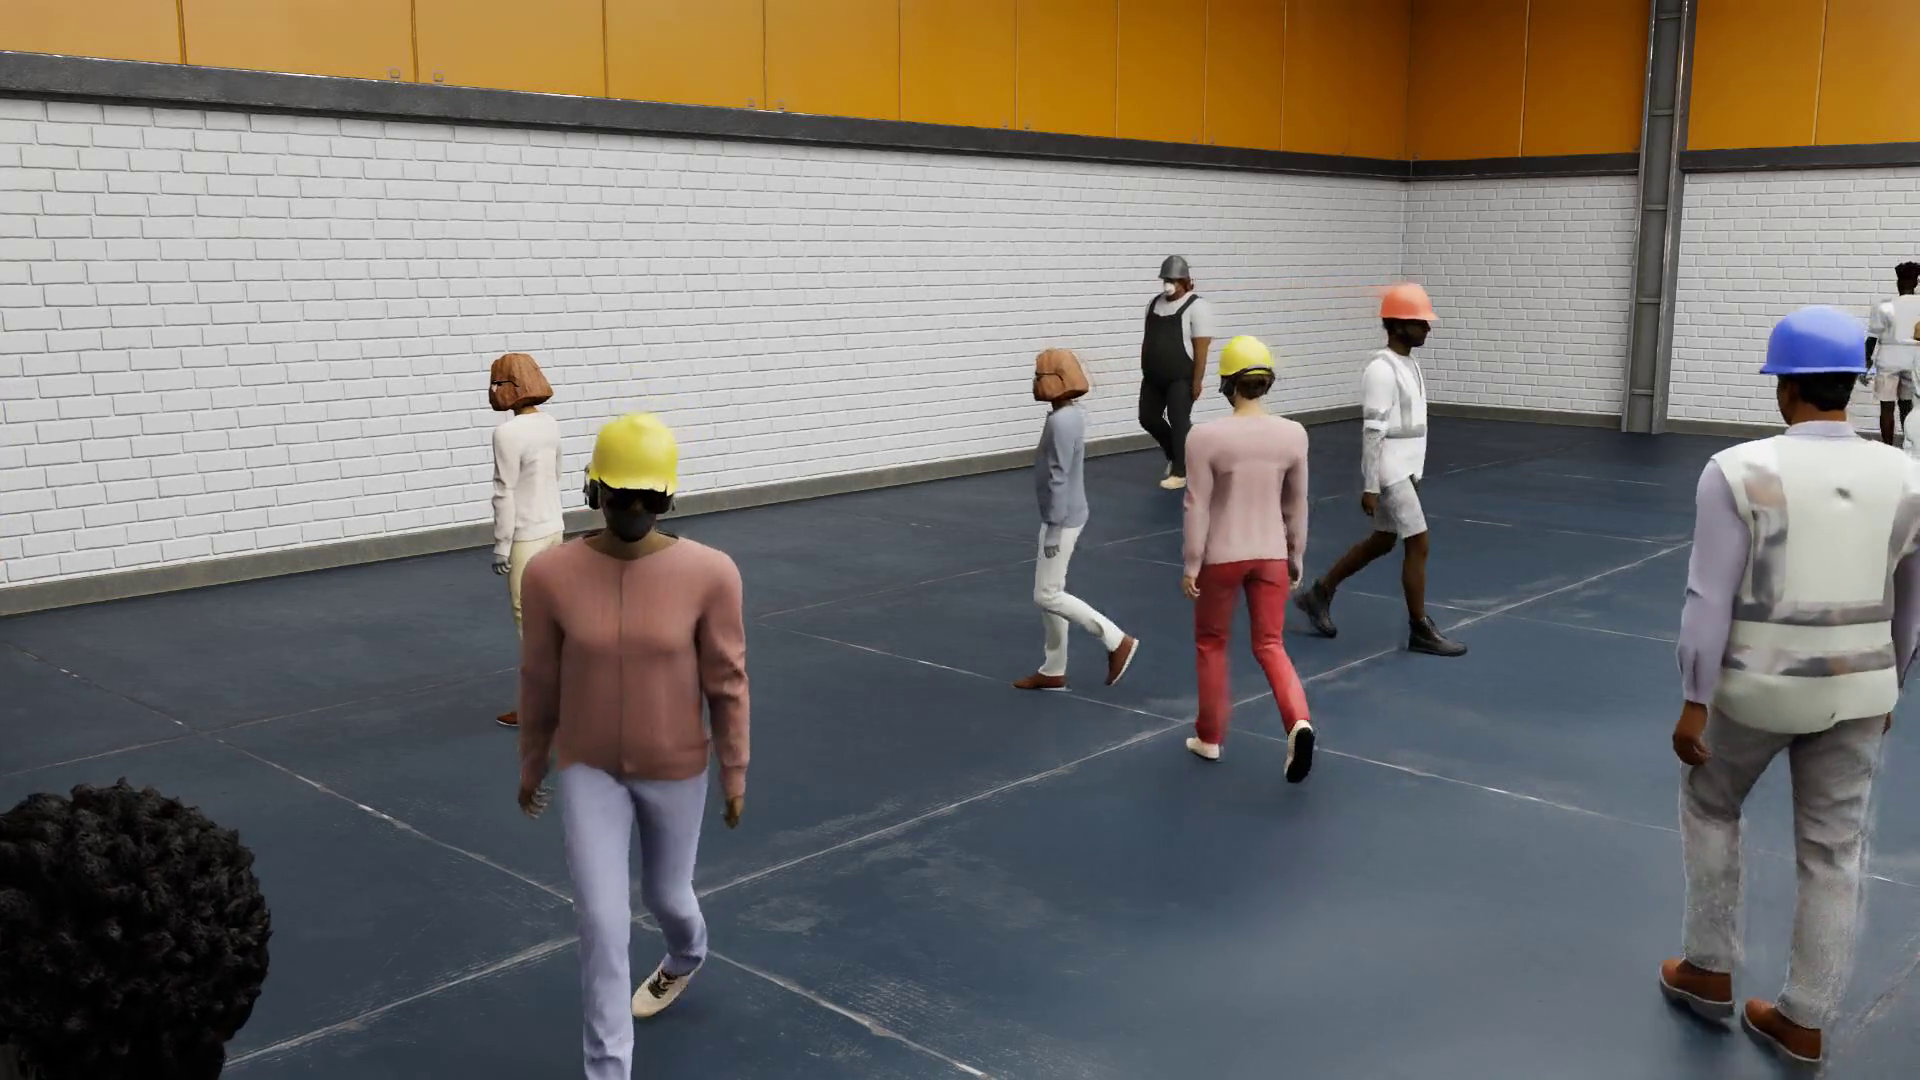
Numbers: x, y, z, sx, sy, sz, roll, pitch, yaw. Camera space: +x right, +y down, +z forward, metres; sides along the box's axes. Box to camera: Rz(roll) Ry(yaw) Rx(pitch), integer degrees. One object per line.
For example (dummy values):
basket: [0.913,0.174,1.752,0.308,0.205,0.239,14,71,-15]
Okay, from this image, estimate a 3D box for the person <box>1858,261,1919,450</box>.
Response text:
person: [8.914,-1.667,15.833,0.615,1.952,0.472,1,10,7]

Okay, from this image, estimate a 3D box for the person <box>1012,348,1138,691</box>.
person: [0.528,-0.071,7.675,0.506,1.624,0.504,1,10,6]

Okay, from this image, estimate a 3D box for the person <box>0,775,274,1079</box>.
person: [-0.596,1.014,1.309,0.321,1.690,0.531,4,11,23]

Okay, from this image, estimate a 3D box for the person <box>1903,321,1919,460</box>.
person: [6.376,-0.698,10.928,0.307,1.736,0.484,4,11,23]

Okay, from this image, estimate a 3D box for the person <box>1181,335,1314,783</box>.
person: [1.142,0.079,6.504,0.531,1.746,0.721,-2,10,-13]

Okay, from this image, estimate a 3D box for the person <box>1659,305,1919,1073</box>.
person: [2.131,0.362,4.334,0.651,1.924,0.684,0,10,1]

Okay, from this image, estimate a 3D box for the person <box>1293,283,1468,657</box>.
person: [2.178,-0.371,8.590,0.905,1.906,0.552,5,11,28]

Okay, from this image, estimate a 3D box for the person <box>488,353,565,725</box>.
person: [-1.879,-0.001,7.272,0.282,1.624,0.494,2,10,12]

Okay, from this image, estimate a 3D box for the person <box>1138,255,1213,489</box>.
person: [1.842,-1.461,14.398,0.582,2.000,0.699,-9,13,-42]

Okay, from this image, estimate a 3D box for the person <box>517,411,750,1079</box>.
person: [-0.788,0.518,4.052,0.558,1.720,0.798,-1,10,-7]
